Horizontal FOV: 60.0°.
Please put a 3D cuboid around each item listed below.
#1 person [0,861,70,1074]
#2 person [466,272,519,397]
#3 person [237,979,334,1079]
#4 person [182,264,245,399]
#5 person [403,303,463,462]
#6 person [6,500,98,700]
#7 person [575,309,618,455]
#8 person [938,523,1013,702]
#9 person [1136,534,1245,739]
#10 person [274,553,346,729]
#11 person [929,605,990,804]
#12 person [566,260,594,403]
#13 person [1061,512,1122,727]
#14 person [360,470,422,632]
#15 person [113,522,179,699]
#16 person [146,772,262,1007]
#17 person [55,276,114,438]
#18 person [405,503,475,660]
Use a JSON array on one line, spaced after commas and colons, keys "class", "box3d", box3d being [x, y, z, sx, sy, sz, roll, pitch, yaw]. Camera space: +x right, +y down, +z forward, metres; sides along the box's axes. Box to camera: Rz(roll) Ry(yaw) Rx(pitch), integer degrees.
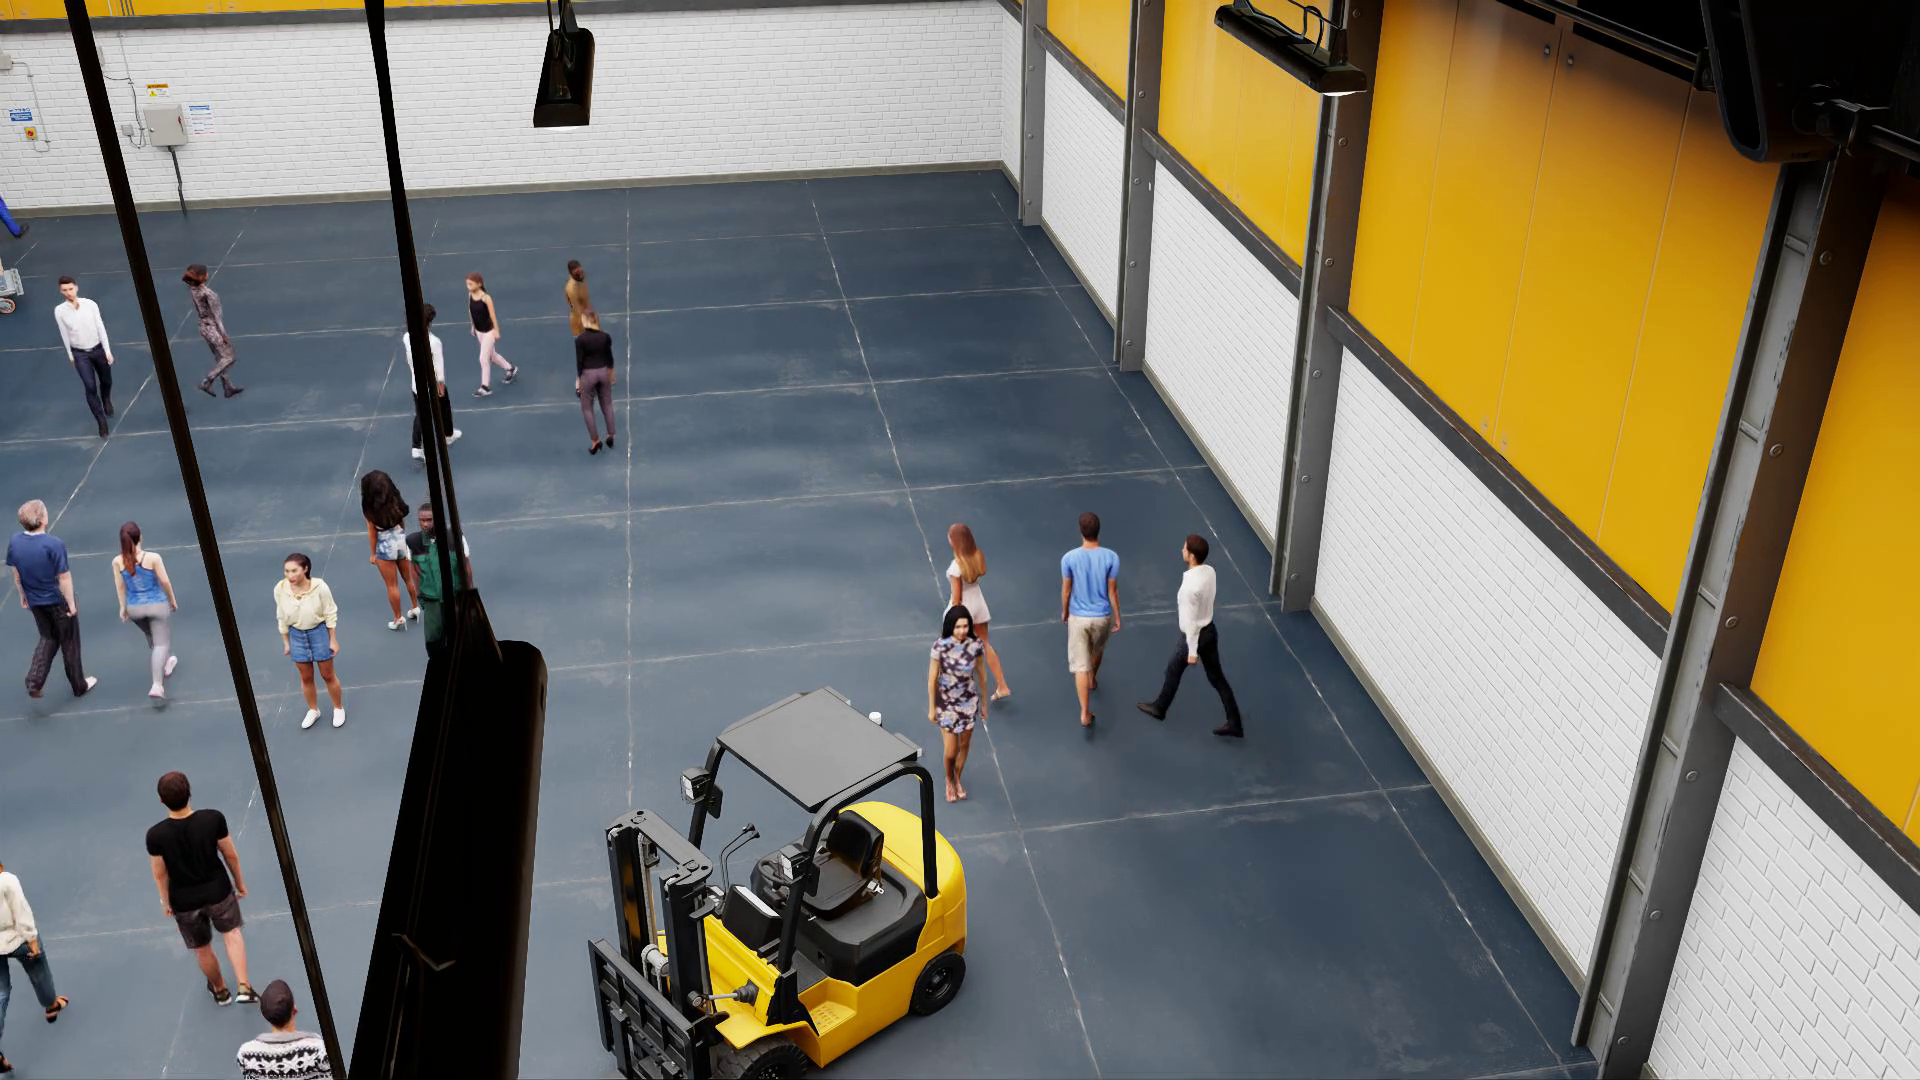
[{"class": "person", "box3d": [-6.150, 2.634, 10.620, 0.664, 1.654, 1.039, -3, 29, -5]}, {"class": "person", "box3d": [-5.707, -2.543, 20.237, 0.946, 1.533, 1.008, 18, 33, 29]}, {"class": "person", "box3d": [-3.654, 3.285, 9.227, 0.665, 1.846, 0.589, -4, 29, -7]}, {"class": "person", "box3d": [-9.012, -2.463, 19.912, 0.856, 1.704, 0.901, 21, 35, 34]}, {"class": "person", "box3d": [-5.965, -1.724, 18.483, 0.928, 1.774, 1.240, 5, 29, 10]}, {"class": "person", "box3d": [-7.819, 0.574, 14.194, 0.821, 1.847, 0.941, 4, 29, 8]}, {"class": "person", "box3d": [-4.087, -1.777, 18.701, 0.751, 1.660, 0.776, -22, 35, -34]}, {"class": "person", "box3d": [0.130, 0.646, 14.260, 1.018, 1.658, 1.185, -25, 37, -38]}, {"class": "person", "box3d": [2.042, 0.856, 13.706, 1.257, 1.820, 1.204, 18, 33, 29]}, {"class": "person", "box3d": [-5.446, 0.829, 13.953, 0.658, 1.631, 0.579, -2, 29, -4]}, {"class": "person", "box3d": [-0.044, 1.248, 13.085, 0.654, 1.726, 0.627, -9, 30, -16]}, {"class": "person", "box3d": [-4.558, -2.584, 20.044, 0.896, 1.789, 0.536, -7, 29, -12]}, {"class": "person", "box3d": [1.087, 0.703, 13.981, 0.764, 1.824, 1.234, 0, 29, -1]}, {"class": "person", "box3d": [-5.234, 0.089, 15.314, 0.723, 1.626, 0.661, 17, 33, 29]}, {"class": "person", "box3d": [-7.022, 0.633, 14.364, 0.635, 1.582, 1.026, -4, 29, -7]}, {"class": "person", "box3d": [-4.963, 2.373, 10.896, 0.873, 1.848, 1.008, -18, 33, -29]}, {"class": "person", "box3d": [-10.096, -2.205, 19.283, 0.940, 1.852, 1.289, -17, 33, -28]}, {"class": "person", "box3d": [-4.457, 0.451, 14.453, 0.667, 1.816, 0.914, -5, 29, -10]}]
